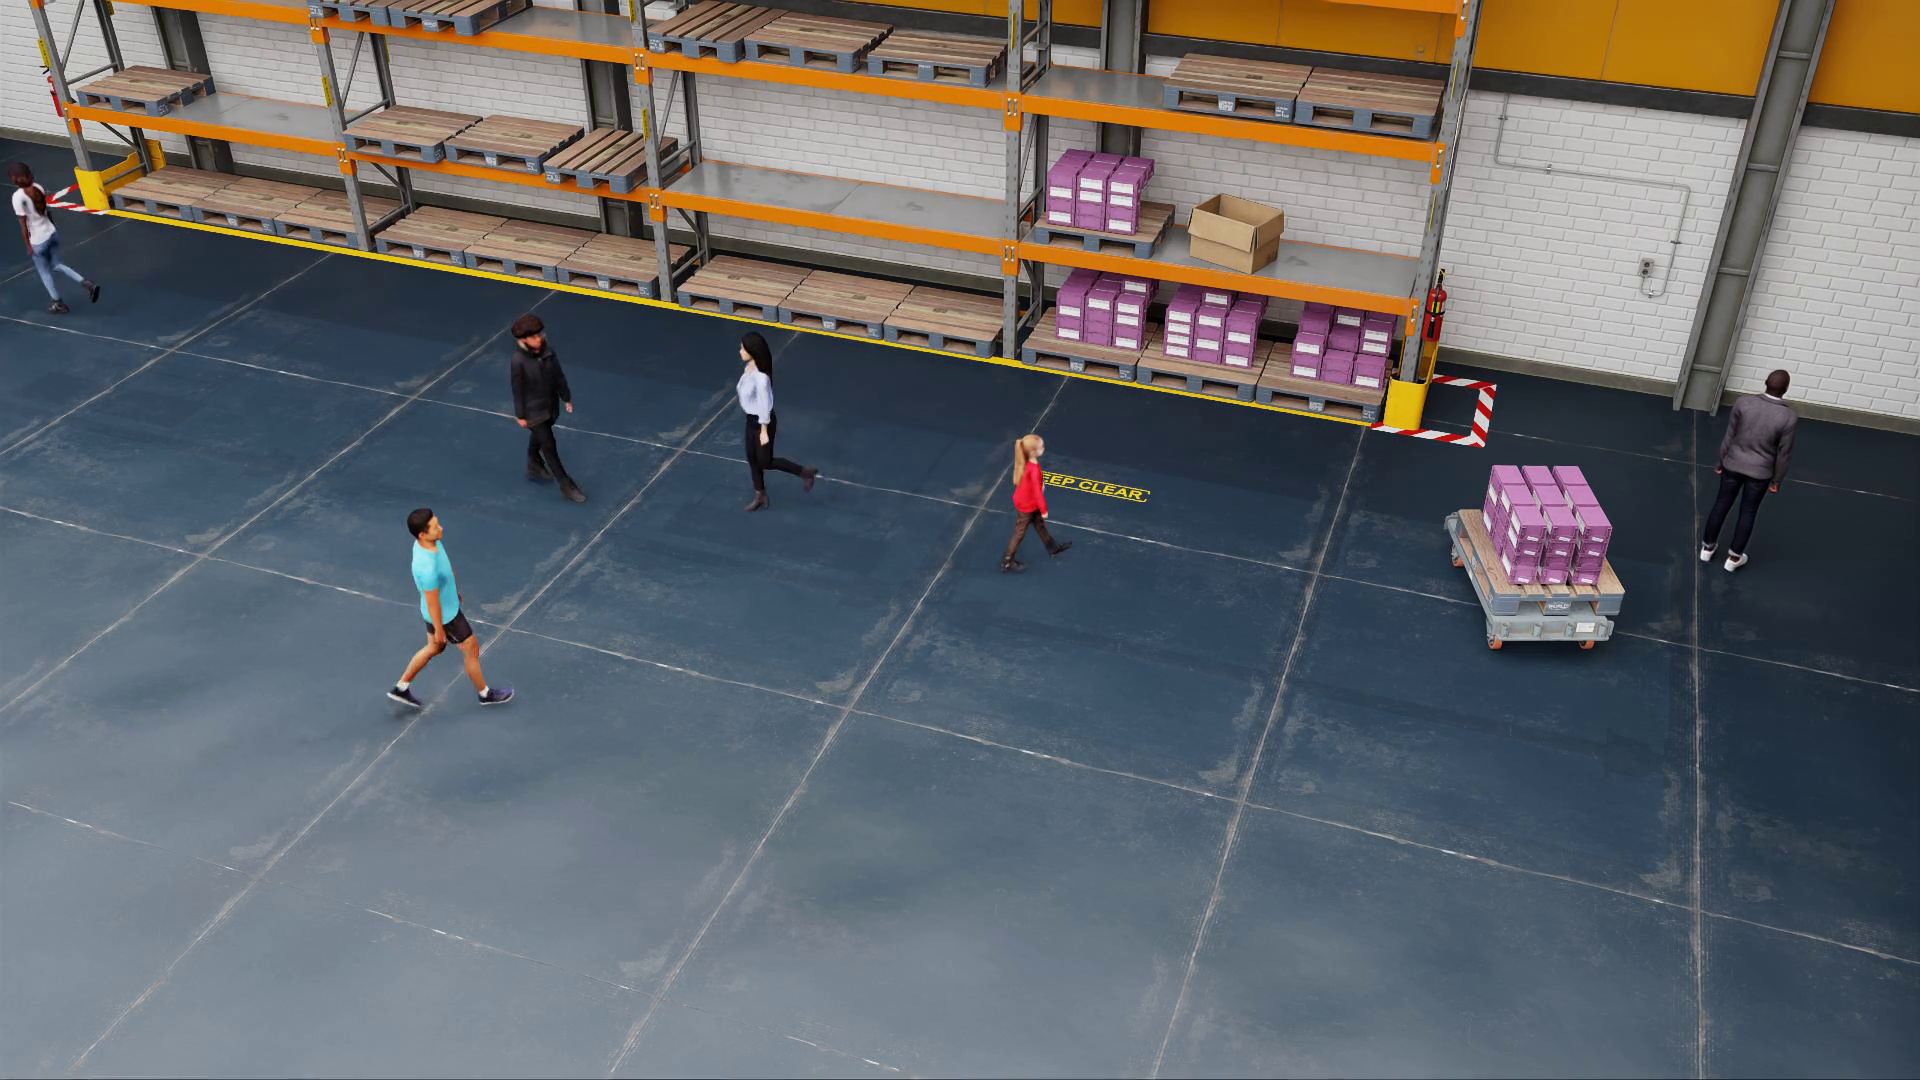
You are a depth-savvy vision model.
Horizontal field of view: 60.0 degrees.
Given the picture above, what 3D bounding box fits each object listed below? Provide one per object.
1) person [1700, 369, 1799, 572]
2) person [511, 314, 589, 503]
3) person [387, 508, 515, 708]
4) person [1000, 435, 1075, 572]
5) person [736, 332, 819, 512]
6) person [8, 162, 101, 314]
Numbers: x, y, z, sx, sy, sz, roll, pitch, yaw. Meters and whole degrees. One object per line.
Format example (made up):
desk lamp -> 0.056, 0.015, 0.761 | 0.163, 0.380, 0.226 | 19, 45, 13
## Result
person -> 6.472, -0.581, 13.673 | 0.658, 1.815, 0.835 | 26, 41, 33
person -> -3.745, -1.200, 14.674 | 1.135, 1.736, 0.805 | 20, 38, 27
person -> -3.857, 0.540, 12.049 | 1.205, 1.744, 1.068 | -10, 35, -15
person -> 0.503, -0.285, 13.735 | 0.956, 1.253, 0.791 | -6, 34, -9
person -> -1.636, -1.000, 14.382 | 1.047, 1.726, 0.970 | -9, 35, -13
person -> -9.677, -3.184, 17.686 | 0.904, 1.706, 0.670 | 6, 34, 9
